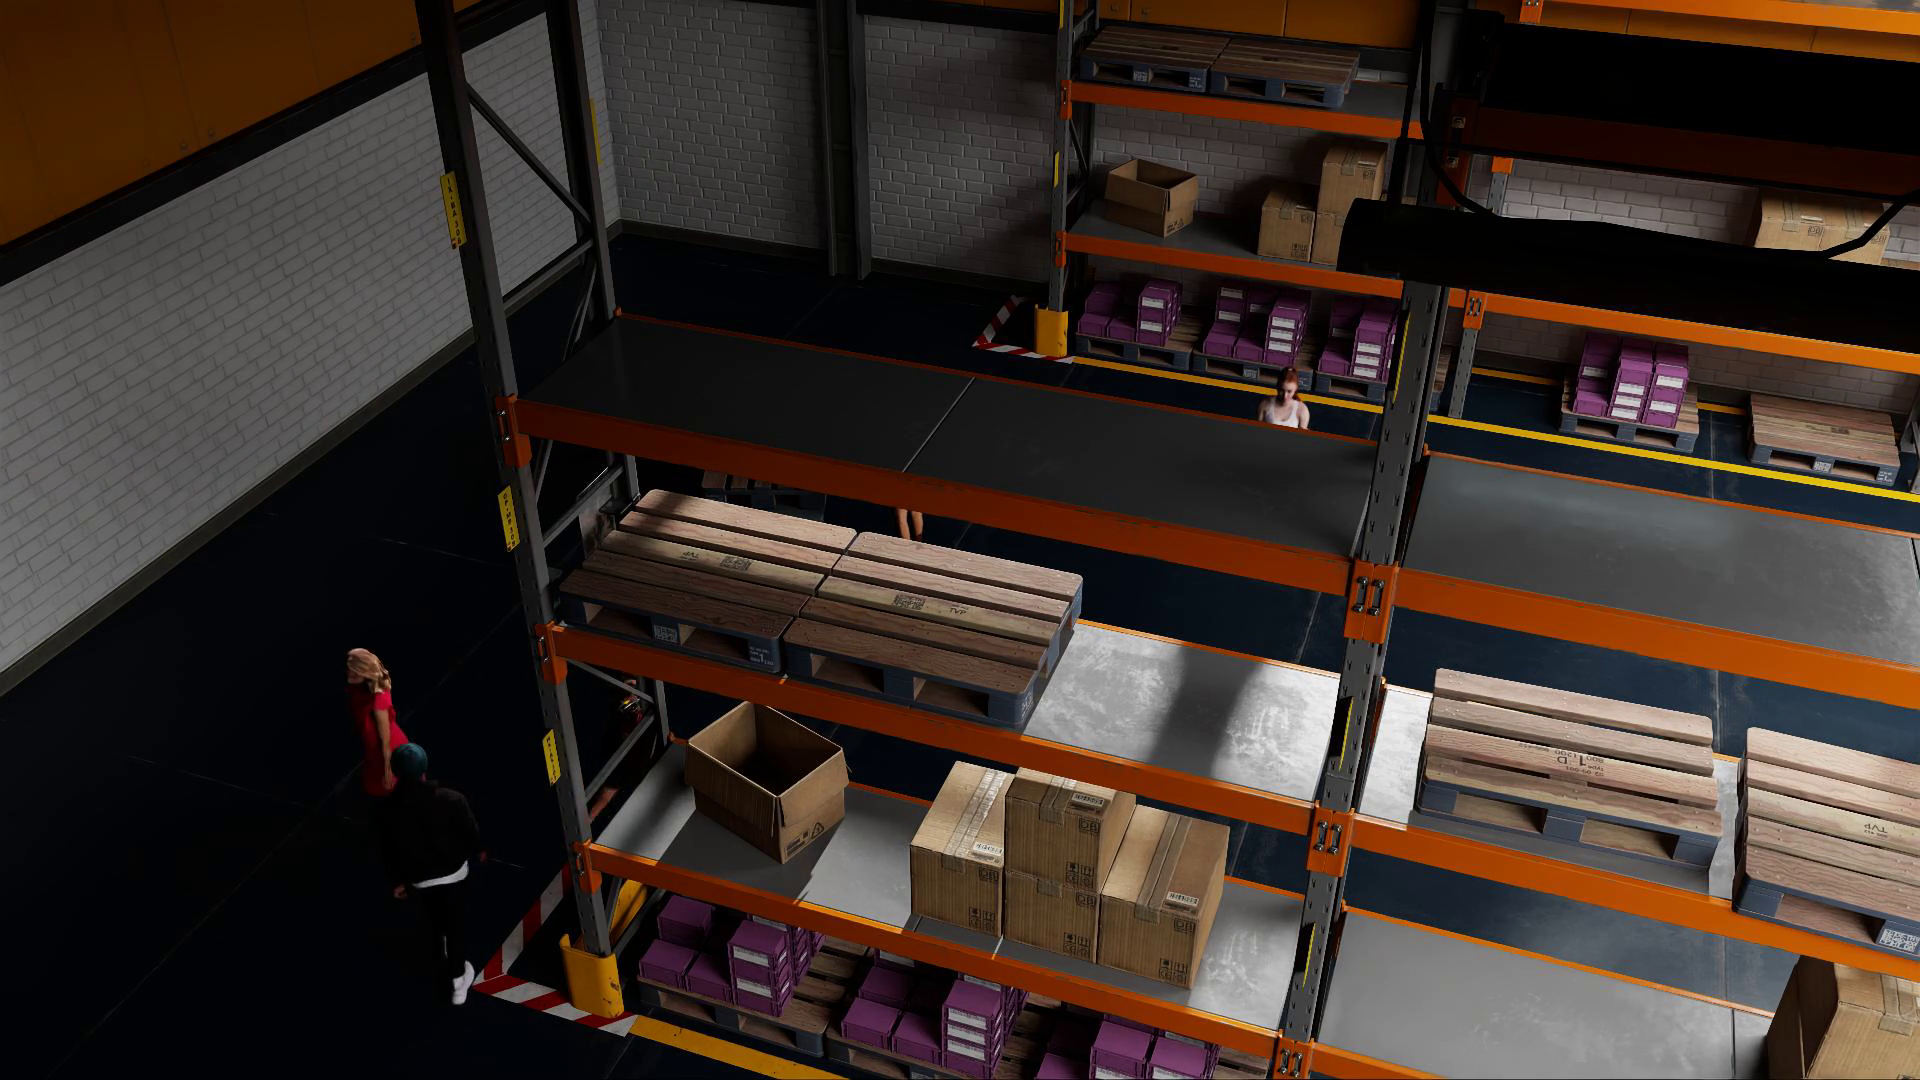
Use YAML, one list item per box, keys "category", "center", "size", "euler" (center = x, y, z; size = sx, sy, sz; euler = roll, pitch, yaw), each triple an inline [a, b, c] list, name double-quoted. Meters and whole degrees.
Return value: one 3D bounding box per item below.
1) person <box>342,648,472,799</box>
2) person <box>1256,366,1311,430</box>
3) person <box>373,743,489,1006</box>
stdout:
- category: "person"
  center: [-3.540, 1.333, 10.535]
  size: [0.913, 1.702, 0.906]
  euler: [-20, 38, -27]
- category: "person"
  center: [2.550, -0.615, 13.431]
  size: [0.445, 1.740, 0.626]
  euler: [12, 35, 17]
- category: "person"
  center: [-3.019, 1.951, 9.519]
  size: [0.971, 1.796, 0.941]
  euler: [-1, 34, -2]
